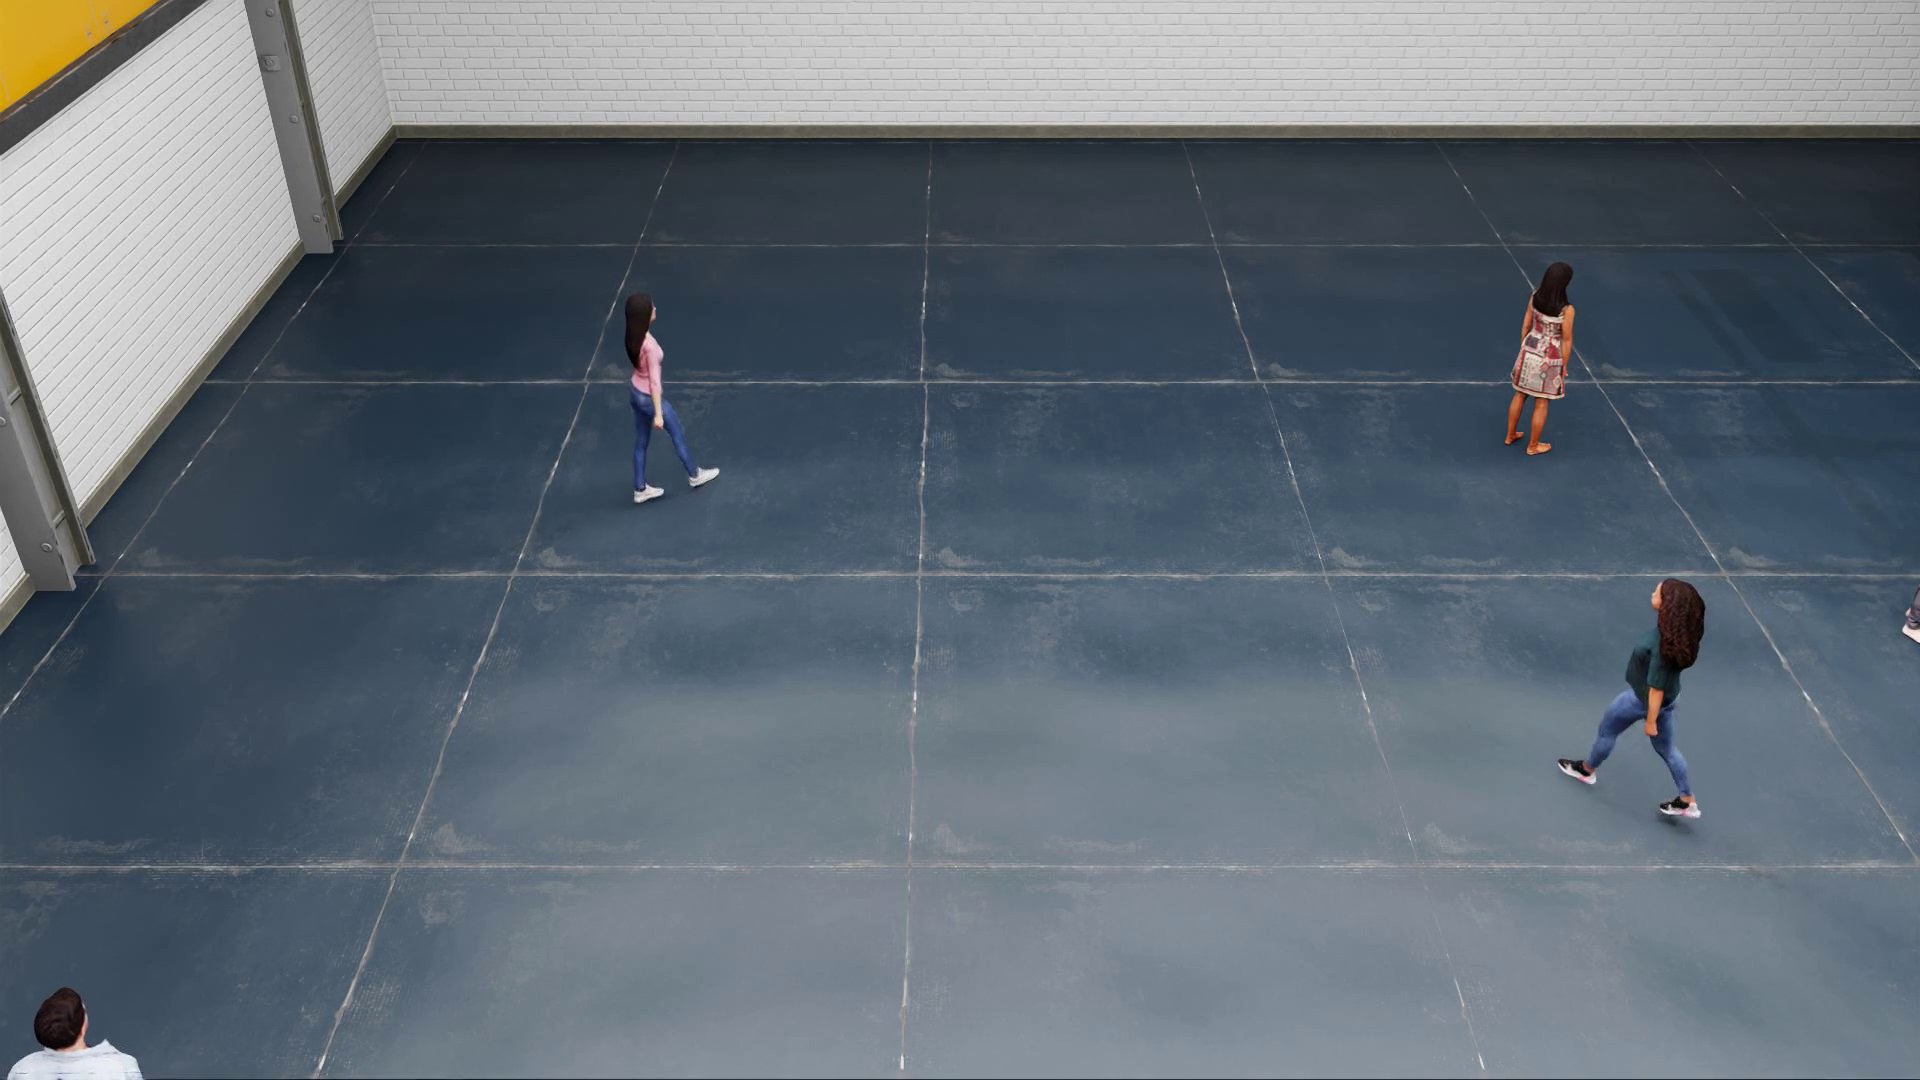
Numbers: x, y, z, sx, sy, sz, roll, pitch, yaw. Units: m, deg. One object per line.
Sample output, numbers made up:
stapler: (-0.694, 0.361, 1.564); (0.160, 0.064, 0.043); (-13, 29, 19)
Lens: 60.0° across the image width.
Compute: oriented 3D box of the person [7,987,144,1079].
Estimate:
person: (-3.644, 2.652, 7.056); (0.758, 1.783, 1.144); (-4, 34, -6)

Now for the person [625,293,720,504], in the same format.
person: (-2.443, -1.055, 12.685); (0.969, 1.724, 0.981); (-20, 39, -28)

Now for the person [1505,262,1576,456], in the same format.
person: (4.677, -1.469, 13.379); (0.781, 1.645, 0.689); (-24, 40, -31)

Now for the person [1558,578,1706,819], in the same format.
person: (4.145, 0.974, 9.766); (1.116, 1.576, 1.084); (28, 43, 35)
